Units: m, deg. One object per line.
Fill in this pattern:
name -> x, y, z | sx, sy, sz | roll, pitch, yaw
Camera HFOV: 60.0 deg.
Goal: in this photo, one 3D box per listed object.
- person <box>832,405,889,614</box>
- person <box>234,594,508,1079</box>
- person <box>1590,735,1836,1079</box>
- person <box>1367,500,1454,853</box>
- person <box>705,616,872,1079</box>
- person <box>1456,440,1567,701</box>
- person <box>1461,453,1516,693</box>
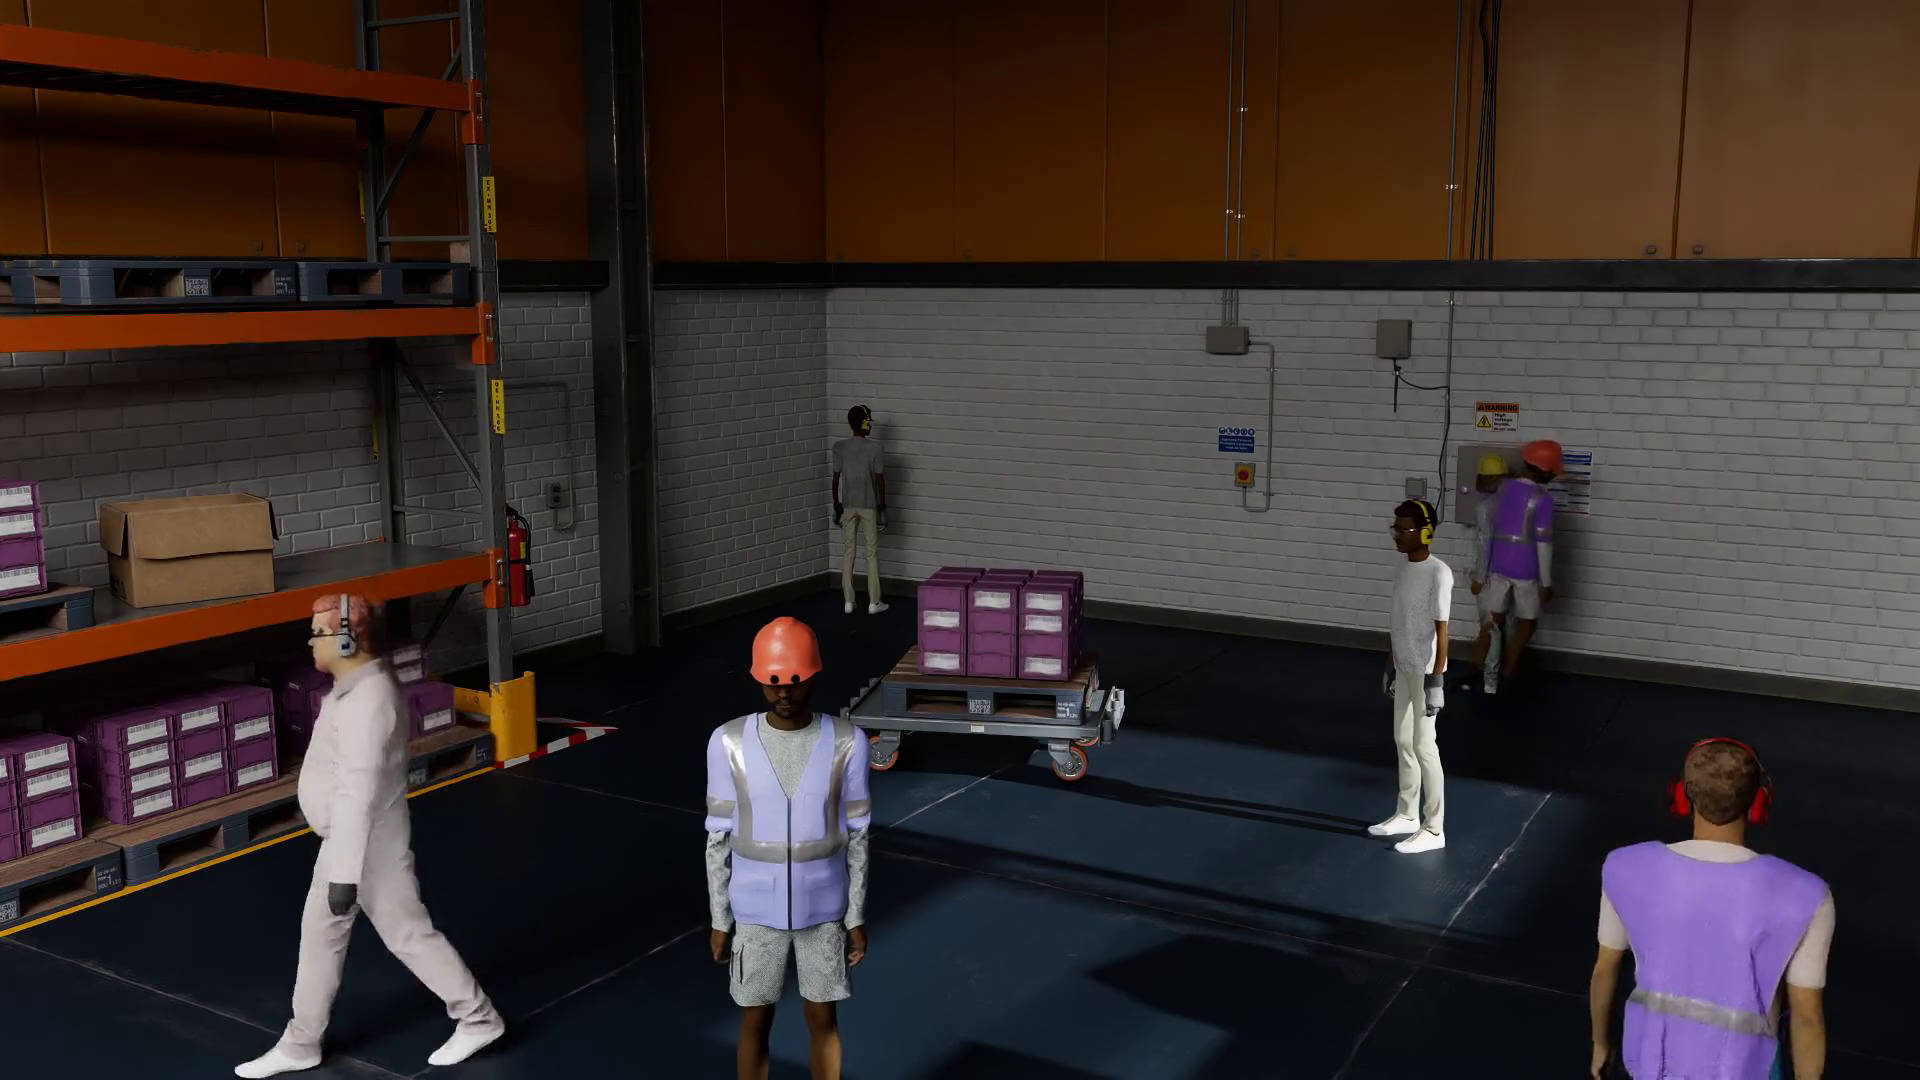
person -> -0.896, -0.269, 14.860 | 0.521, 1.864, 0.336 | 3, 9, 15
person -> -2.209, 1.114, 6.243 | 0.977, 1.865, 0.659 | -3, 10, -21
person -> 2.026, 1.408, 4.506 | 0.596, 1.816, 0.763 | 6, 11, 33
person -> 2.397, 0.708, 8.778 | 0.316, 1.861, 0.514 | -2, 9, -14
person -> -0.556, 1.200, 5.450 | 0.545, 1.939, 0.354 | -1, 9, -7
person -> 3.923, 0.205, 11.878 | 0.365, 1.886, 0.783 | -5, 10, -28
person -> 3.851, 0.239, 12.064 | 0.486, 1.740, 0.313 | -8, 12, -42
